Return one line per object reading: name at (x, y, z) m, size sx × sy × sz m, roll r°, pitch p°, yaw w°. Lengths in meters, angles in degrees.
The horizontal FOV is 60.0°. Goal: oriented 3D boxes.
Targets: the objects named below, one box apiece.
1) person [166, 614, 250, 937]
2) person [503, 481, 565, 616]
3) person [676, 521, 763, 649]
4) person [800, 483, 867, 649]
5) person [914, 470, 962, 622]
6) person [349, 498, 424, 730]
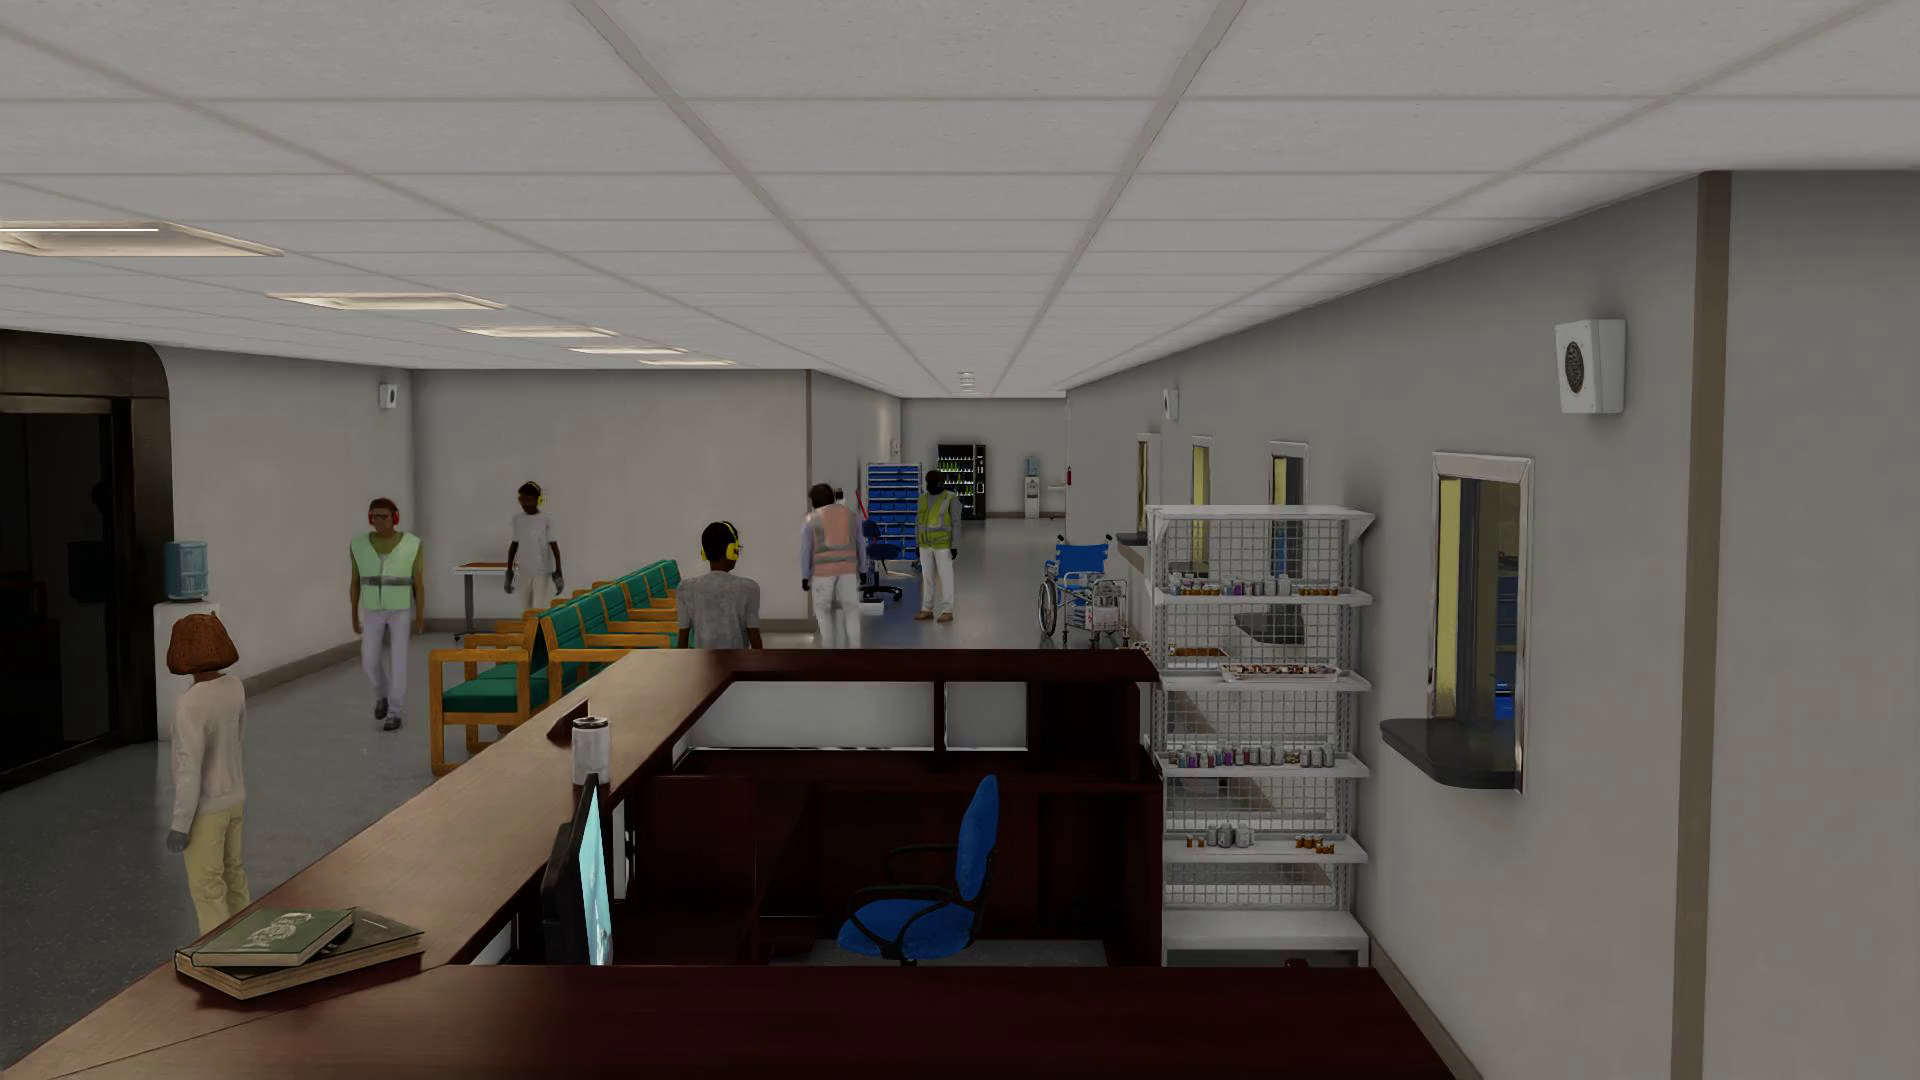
person at (-3.098, 1.116, 6.840) m, size 0.284 × 1.633 × 0.500 m, roll 0°, pitch 4°, yaw -1°
person at (-4.119, 0.354, 16.067) m, size 0.659 × 1.842 × 0.435 m, roll 1°, pitch 4°, yaw 18°
person at (-1.333, 0.827, 9.312) m, size 0.519 × 1.865 × 0.331 m, roll 0°, pitch 4°, yaw 6°
person at (-1.255, 0.339, 16.635) m, size 0.686 × 1.807 × 0.496 m, roll -2°, pitch 4°, yaw -22°
person at (-0.292, 0.071, 20.081) m, size 0.633 × 1.839 × 0.429 m, roll 3°, pitch 5°, yaw 35°
person at (-4.501, 0.572, 13.105) m, size 0.574 × 1.829 × 0.452 m, roll 0°, pitch 4°, yaw -7°
